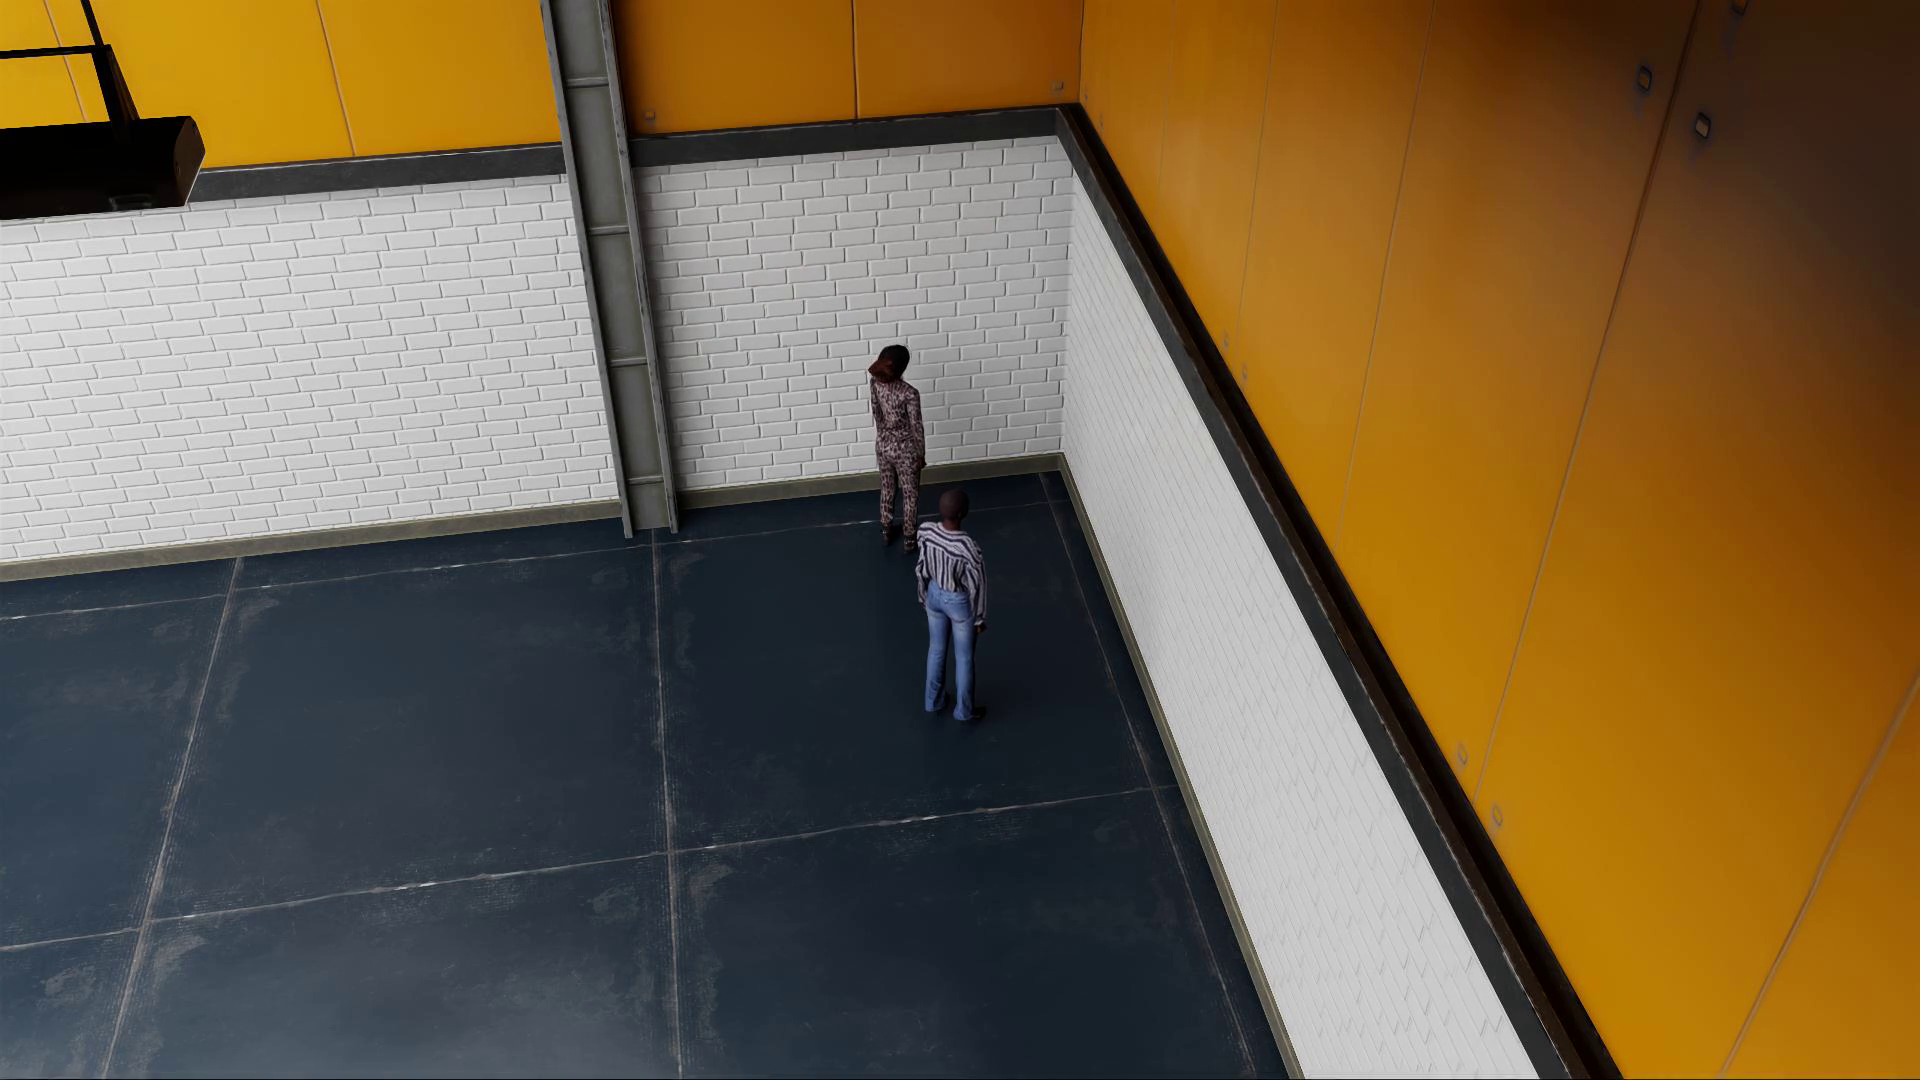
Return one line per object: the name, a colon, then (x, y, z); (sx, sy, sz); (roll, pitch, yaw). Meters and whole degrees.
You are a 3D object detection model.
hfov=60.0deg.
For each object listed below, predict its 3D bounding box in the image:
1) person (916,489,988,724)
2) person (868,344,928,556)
person: (-0.048, 0.422, 10.376); (0.700, 1.794, 0.762); (23, 44, 26)
person: (-0.439, -0.650, 11.783); (0.683, 1.714, 0.739); (25, 45, 28)
